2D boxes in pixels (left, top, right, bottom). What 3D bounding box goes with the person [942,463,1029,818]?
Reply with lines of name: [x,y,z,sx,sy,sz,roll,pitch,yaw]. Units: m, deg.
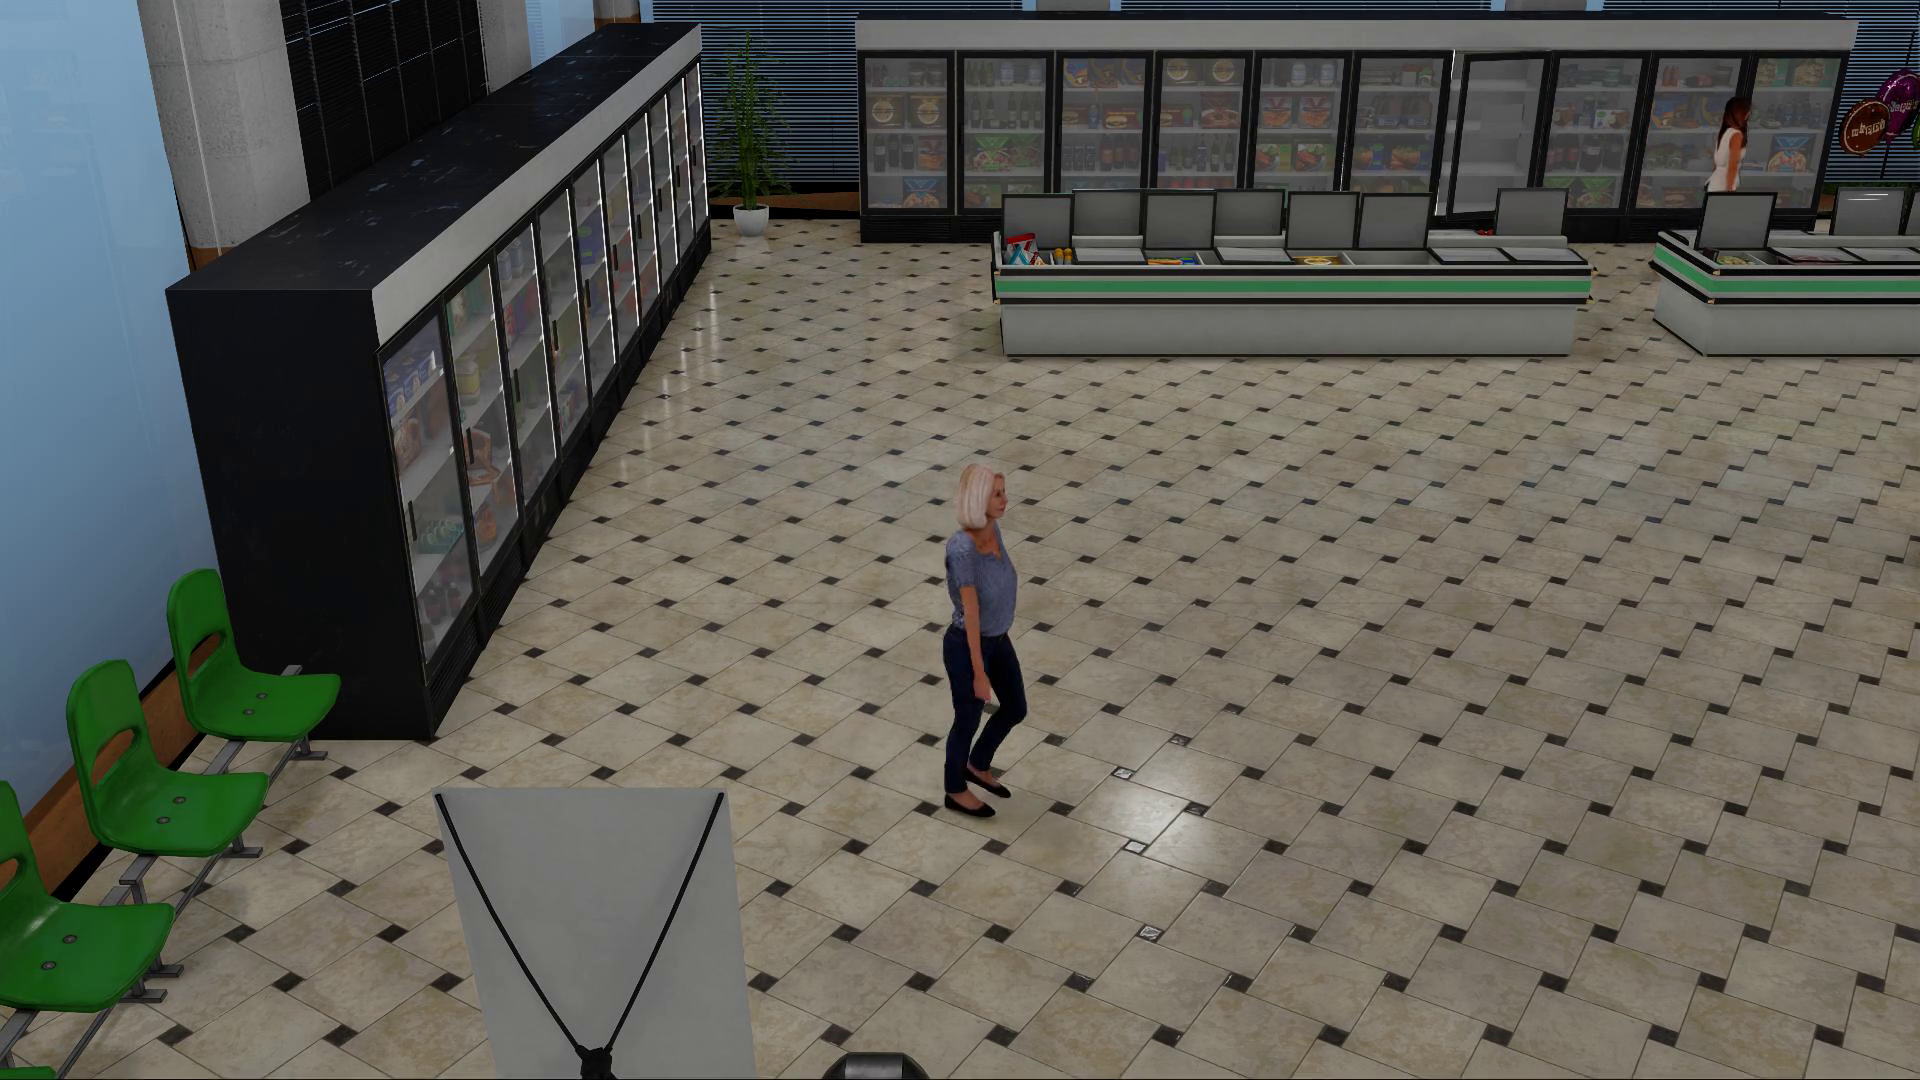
person: [-0.003,0.461,7.380,0.708,1.709,0.682,12,26,25]

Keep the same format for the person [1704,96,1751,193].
person: [7.247,-3.363,16.048,0.951,1.765,0.640,2,24,6]
